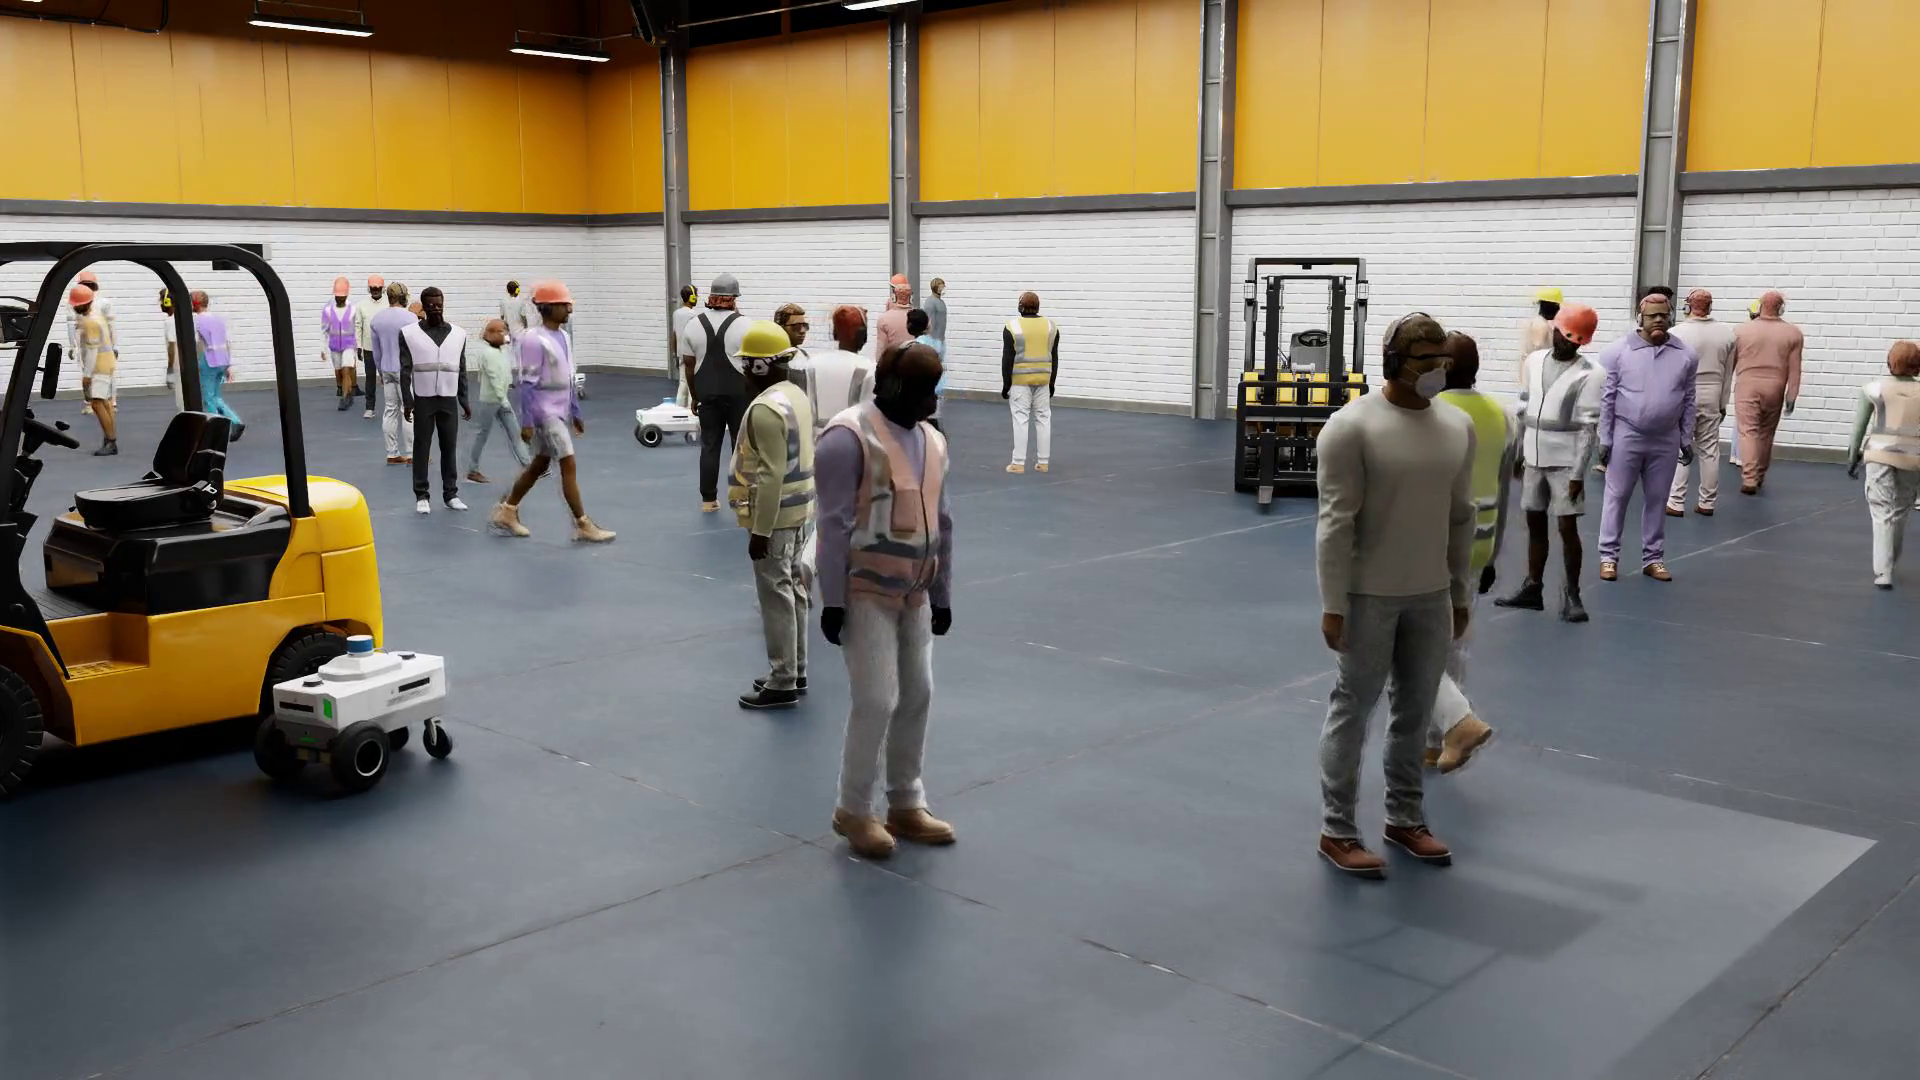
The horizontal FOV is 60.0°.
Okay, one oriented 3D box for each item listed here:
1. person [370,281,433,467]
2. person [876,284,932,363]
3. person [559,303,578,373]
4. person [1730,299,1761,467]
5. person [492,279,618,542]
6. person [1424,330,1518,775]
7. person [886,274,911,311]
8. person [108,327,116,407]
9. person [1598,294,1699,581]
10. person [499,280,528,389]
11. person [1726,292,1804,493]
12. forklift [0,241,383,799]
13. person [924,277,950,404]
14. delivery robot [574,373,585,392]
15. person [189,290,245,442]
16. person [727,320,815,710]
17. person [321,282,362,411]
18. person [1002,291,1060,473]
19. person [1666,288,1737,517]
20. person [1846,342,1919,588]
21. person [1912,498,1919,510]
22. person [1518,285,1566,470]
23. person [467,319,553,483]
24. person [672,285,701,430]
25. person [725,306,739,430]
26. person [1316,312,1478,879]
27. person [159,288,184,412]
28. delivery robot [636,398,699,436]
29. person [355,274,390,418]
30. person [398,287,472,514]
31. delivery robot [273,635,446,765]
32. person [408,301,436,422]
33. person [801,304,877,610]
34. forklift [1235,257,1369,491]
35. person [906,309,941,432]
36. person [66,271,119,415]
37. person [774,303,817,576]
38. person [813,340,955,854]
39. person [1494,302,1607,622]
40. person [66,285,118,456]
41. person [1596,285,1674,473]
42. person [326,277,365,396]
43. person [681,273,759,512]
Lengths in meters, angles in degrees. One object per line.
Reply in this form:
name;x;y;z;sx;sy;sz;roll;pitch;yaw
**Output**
person;-5.865;-1.732;17.441;0.627;1.941;0.371;4;10;24
person;-0.629;-1.869;18.389;0.651;1.906;0.409;-3;10;-18
person;-6.258;-3.023;26.322;0.501;1.622;0.522;-7;12;-37
person;8.315;-1.640;17.406;0.326;1.767;0.533;2;10;14
person;-3.157;-0.977;12.649;1.037;2.006;0.617;2;9;10
person;1.966;0.068;6.734;0.642;1.831;0.562;-6;11;-31
person;-0.921;-2.983;24.941;0.381;1.994;0.620;-4;10;-21
person;-12.805;-2.779;24.779;0.308;1.641;0.511;1;9;4
person;4.559;-0.672;11.040;0.643;1.910;0.399;1;9;5
person;-7.684;-3.539;28.733;0.513;1.872;0.328;2;9;10
person;7.443;-1.372;15.500;0.657;1.853;0.993;3;10;18
forklift;-3.706;-0.171;7.093;1.214;2.155;2.313;9;13;43
person;-0.356;-3.071;25.651;0.367;1.939;0.635;2;10;14
delivery robot;-6.294;-2.527;26.261;0.707;0.478;0.477;3;10;16
person;-8.690;-1.981;19.304;0.482;1.827;0.586;2;9;11
person;-0.892;-0.117;7.869;0.404;1.830;0.600;1;9;8
person;-9.142;-2.873;24.632;0.563;1.888;1.015;-2;9;-10
person;0.695;-1.593;16.890;0.625;1.844;0.429;-4;10;-23
person;6.119;-1.142;13.920;0.643;1.910;0.399;-1;9;-7
person;6.148;-0.505;10.966;0.533;1.588;0.853;3;10;20
person;8.387;-1.127;14.280;0.329;1.763;0.523;3;10;20
person;5.928;-1.656;17.074;0.491;1.901;0.606;2;9;10
person;-4.397;-1.323;16.011;0.863;1.588;0.498;2;9;10
person;-3.481;-2.335;21.379;0.534;1.861;0.310;8;12;42
person;-2.913;-2.222;21.361;0.309;1.640;0.513;6;11;34
person;1.493;0.189;5.709;0.645;1.932;0.382;-4;10;-23
person;-8.751;-1.883;18.644;0.352;1.856;0.571;-1;9;-3
delivery robot;-3.425;-1.426;19.513;0.707;0.478;0.477;-3;10;-17
person;-8.087;-2.689;23.130;0.609;1.997;0.374;-2;9;-12
person;-4.482;-1.196;14.213;0.588;1.920;0.391;-7;11;-36
delivery robot;-2.466;0.636;6.868;0.477;0.478;0.707;4;10;25
person;-7.303;-2.396;22.445;0.498;1.634;0.284;0;9;-1
person;-0.700;-0.464;9.892;0.586;1.869;0.675;6;11;31
forklift;3.309;-1.629;16.029;1.214;2.155;2.313;2;9;11
person;-0.466;-1.481;16.730;0.722;1.673;0.540;4;10;21
person;-12.339;-2.791;23.661;0.652;2.035;0.428;-5;11;-30
person;-1.121;-0.645;11.064;0.345;1.846;0.507;6;11;31
person;-0.252;0.204;5.944;0.485;1.825;0.678;6;11;35
person;3.472;-0.467;9.881;0.380;1.890;0.699;-6;11;-31
person;-9.678;-1.892;18.599;0.401;1.899;0.707;-4;10;-22
person;6.794;-1.563;16.479;0.986;1.929;0.606;-3;10;-19
person;-10.017;-3.309;27.107;0.545;1.942;0.351;1;9;7
person;-1.976;-1.247;14.160;0.688;2.000;0.539;2;9;12
